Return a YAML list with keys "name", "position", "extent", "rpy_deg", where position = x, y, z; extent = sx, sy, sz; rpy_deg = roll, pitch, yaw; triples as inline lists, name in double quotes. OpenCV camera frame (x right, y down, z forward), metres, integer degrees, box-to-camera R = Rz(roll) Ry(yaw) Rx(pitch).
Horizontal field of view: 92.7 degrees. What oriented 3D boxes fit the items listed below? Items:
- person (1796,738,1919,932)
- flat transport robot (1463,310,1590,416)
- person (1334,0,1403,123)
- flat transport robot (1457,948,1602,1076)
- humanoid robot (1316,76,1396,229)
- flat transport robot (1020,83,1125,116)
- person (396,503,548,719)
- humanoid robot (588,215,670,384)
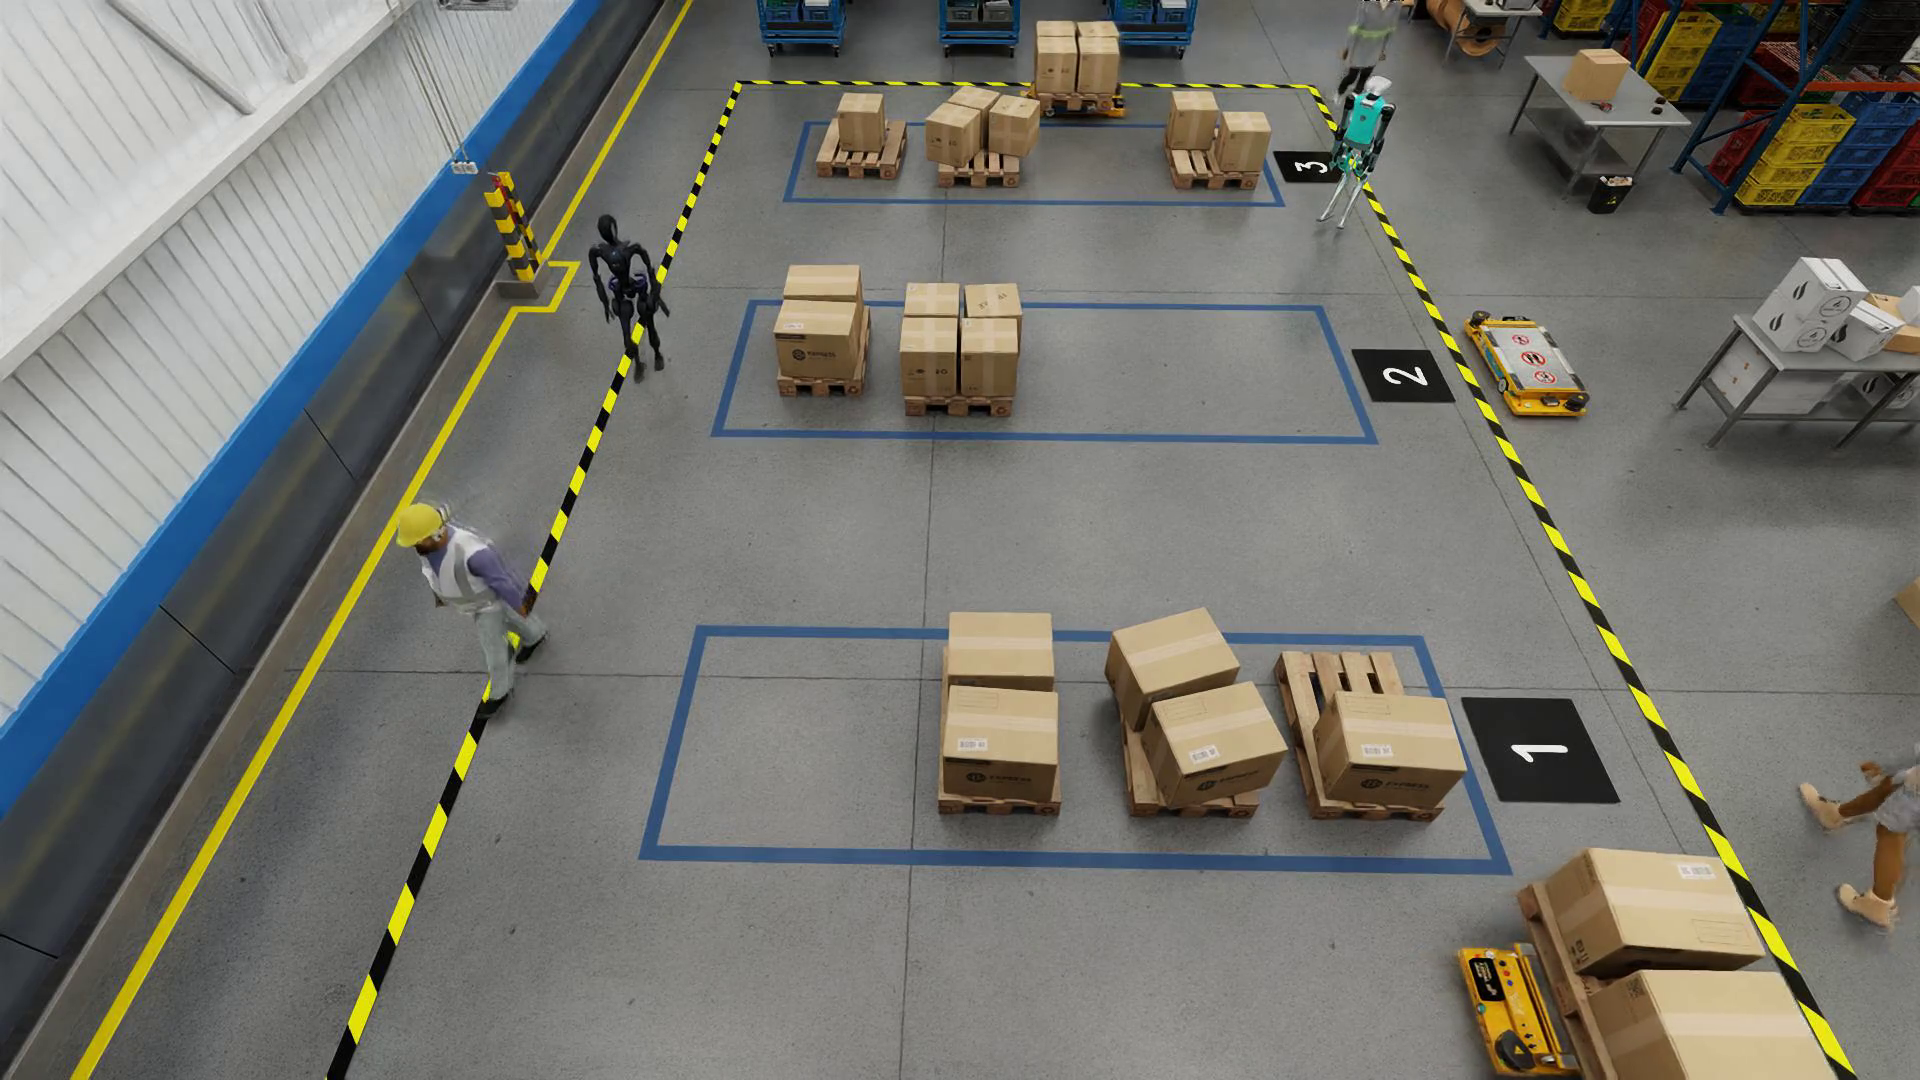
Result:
- name: "person"
  position: [5.619, 1.429, 5.156]
  extent: [0.607, 2.004, 0.983]
  rpy_deg: [2, 49, 2]
- name: "flat transport robot"
  position: [5.573, -1.757, 9.054]
  extent: [0.659, 0.231, 1.431]
  rpy_deg: [1, 49, 1]
- name: "person"
  position: [5.409, -6.556, 12.167]
  extent: [0.607, 1.838, 0.504]
  rpy_deg: [-2, 49, -1]
- name: "flat transport robot"
  position: [3.687, 2.666, 5.207]
  extent: [1.431, 0.197, 0.652]
  rpy_deg: [1, 49, 1]
- name: "humanoid robot"
  position: [4.483, -4.350, 10.242]
  extent: [0.533, 1.672, 0.735]
  rpy_deg: [33, 57, 25]
- name: "flat transport robot"
  position: [1.570, -6.209, 12.889]
  extent: [1.431, 0.197, 0.652]
  rpy_deg: [1, 49, 1]
- name: "person"
  position: [-3.326, 0.446, 6.135]
  extent: [0.629, 1.793, 0.863]
  rpy_deg: [21, 52, 18]
- name: "humanoid robot"
  position: [-3.039, -2.222, 8.527]
  extent: [0.600, 1.650, 0.515]
  rpy_deg: [-7, 50, -6]
